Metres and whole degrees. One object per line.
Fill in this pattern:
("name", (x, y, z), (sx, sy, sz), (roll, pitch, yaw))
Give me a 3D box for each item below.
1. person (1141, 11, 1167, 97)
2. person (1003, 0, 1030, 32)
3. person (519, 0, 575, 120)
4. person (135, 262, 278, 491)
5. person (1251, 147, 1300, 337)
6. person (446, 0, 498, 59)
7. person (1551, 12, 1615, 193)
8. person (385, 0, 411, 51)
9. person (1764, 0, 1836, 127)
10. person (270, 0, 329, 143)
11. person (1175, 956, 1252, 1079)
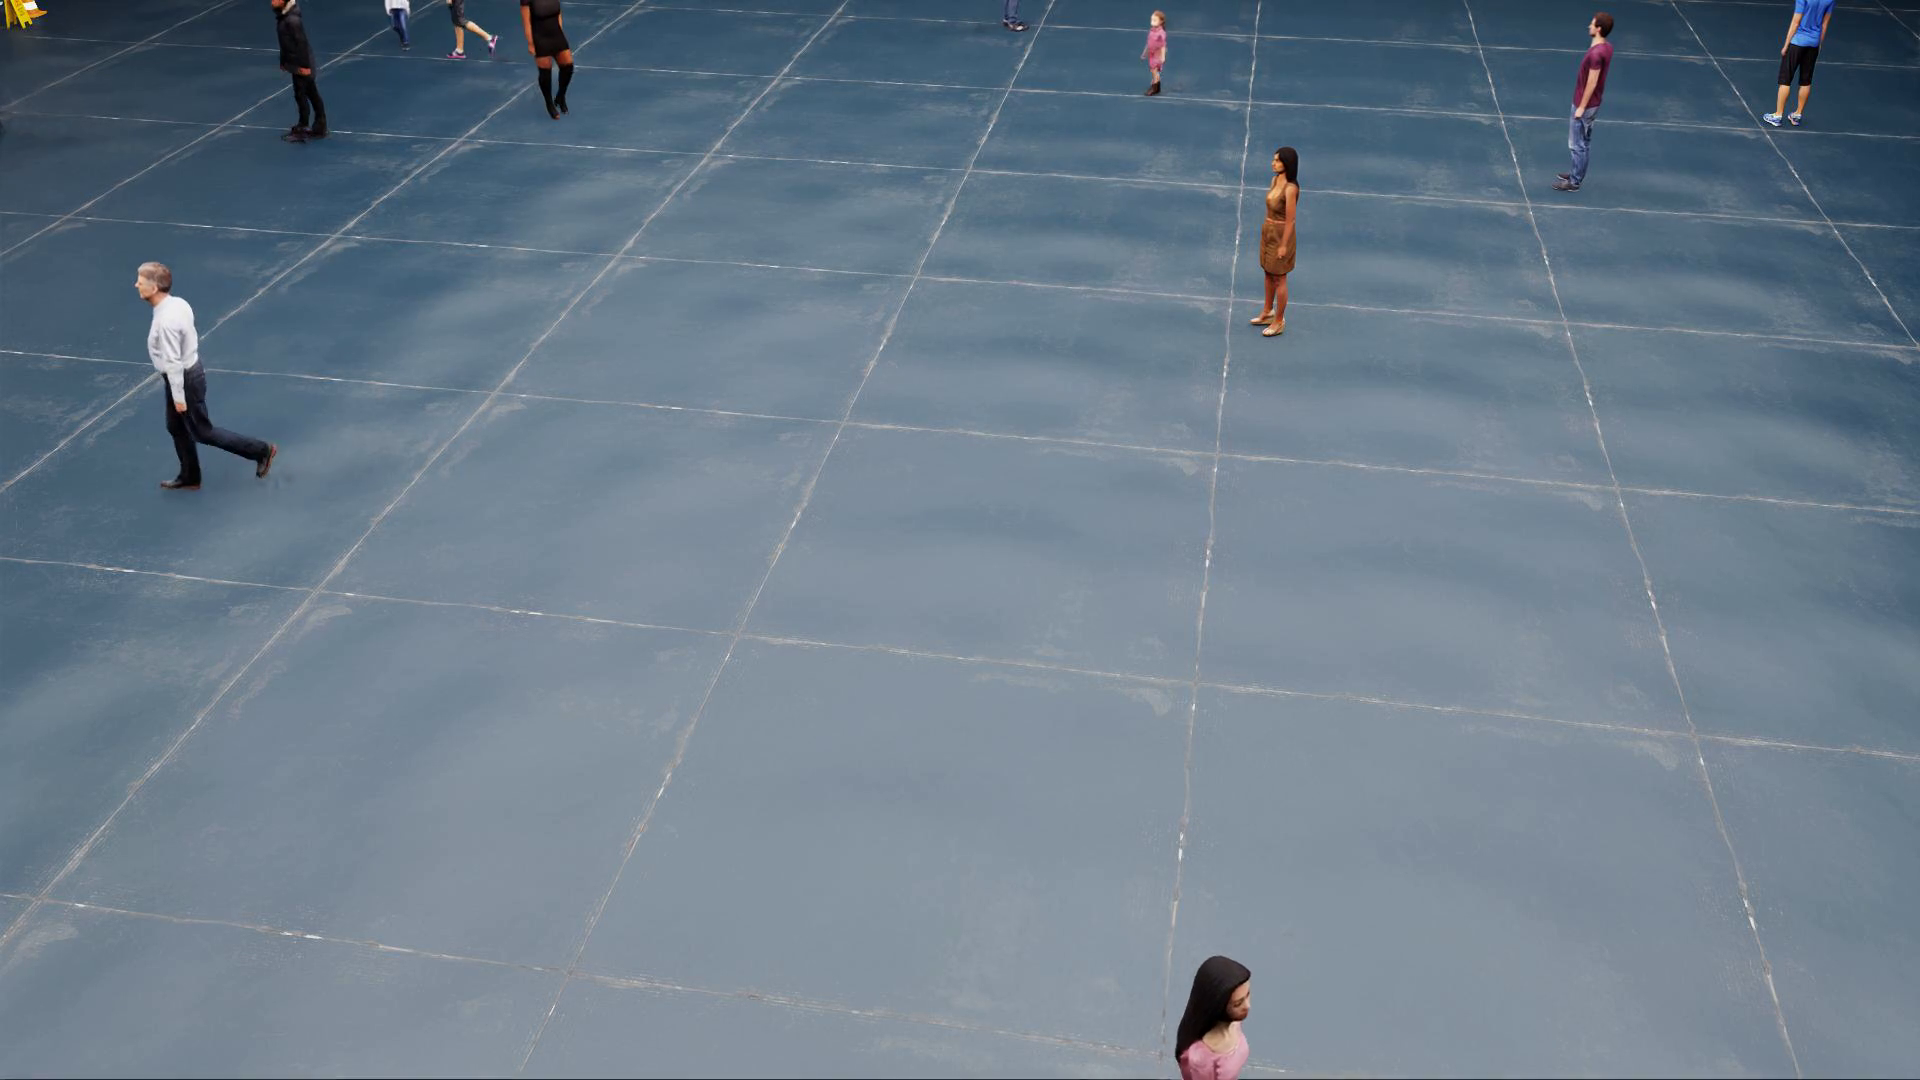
("person", (2.450, -6.015, 20.527), (0.593, 1.012, 0.533), (-19, 37, -27))
("person", (0.759, -7.990, 22.859), (0.683, 1.865, 0.715), (-8, 33, -12))
("person", (-4.888, -5.867, 19.515), (0.789, 1.841, 0.837), (-23, 39, -32))
("person", (-5.551, -1.152, 12.085), (1.217, 1.794, 0.992), (-9, 33, -15))
("person", (2.769, -2.603, 14.484), (0.638, 1.689, 0.640), (-8, 33, -13))
("person", (-6.442, -7.089, 21.574), (0.984, 1.712, 0.653), (1, 32, 2))
("person", (6.614, -4.622, 17.529), (0.677, 1.855, 0.723), (17, 36, 25))
("person", (-7.504, -7.134, 22.212), (0.575, 1.106, 0.587), (-4, 32, -6))
("person", (9.809, -5.768, 19.334), (0.566, 1.867, 0.723), (-2, 32, -3))
("person", (-7.447, -5.445, 18.919), (0.941, 1.763, 0.873), (-18, 37, -26))
("person", (0.899, 2.304, 6.690), (1.179, 1.705, 0.904), (20, 37, 28))
